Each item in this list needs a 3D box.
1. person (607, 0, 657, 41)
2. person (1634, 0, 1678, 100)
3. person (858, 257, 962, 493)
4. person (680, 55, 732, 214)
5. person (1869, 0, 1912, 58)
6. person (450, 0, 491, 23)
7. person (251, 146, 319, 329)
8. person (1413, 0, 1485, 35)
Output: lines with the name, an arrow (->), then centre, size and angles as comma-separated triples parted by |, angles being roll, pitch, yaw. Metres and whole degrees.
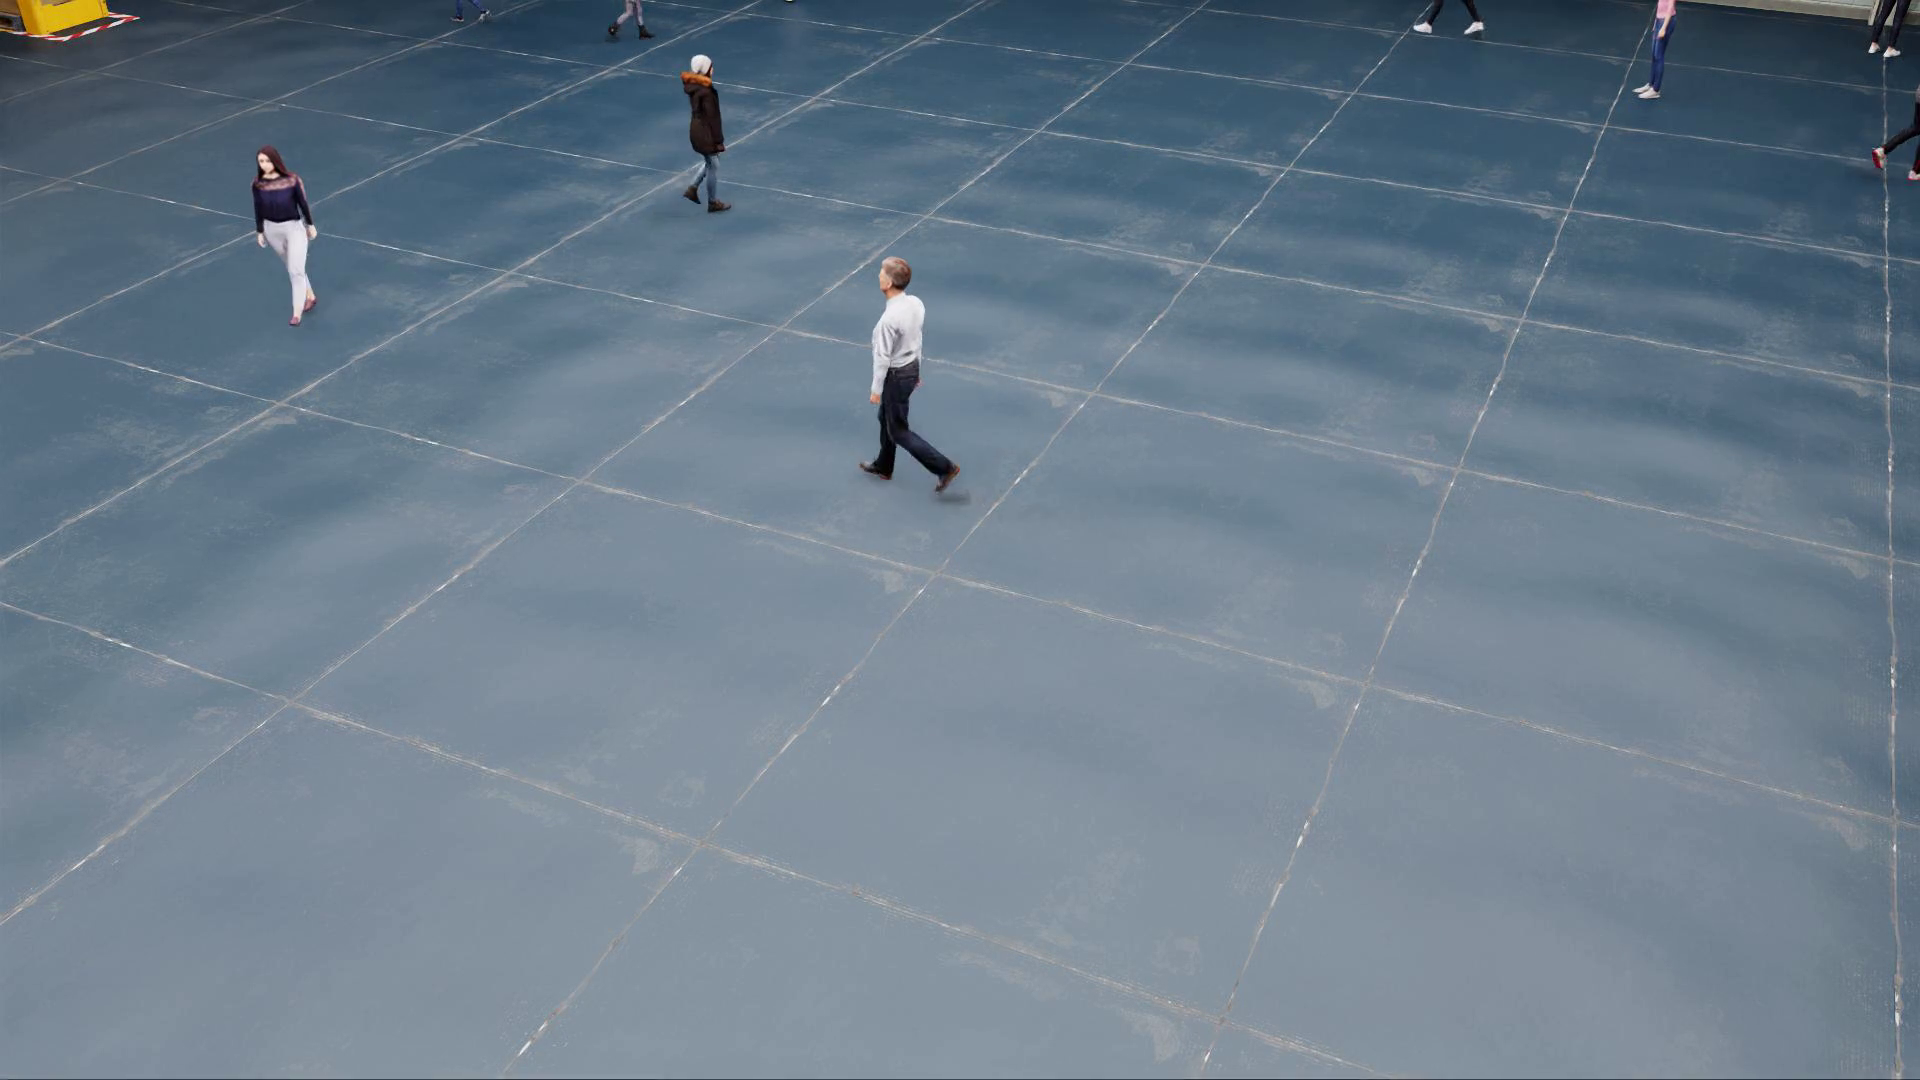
person -> -4.497, -7.351, 22.362 | 0.928, 1.259, 0.771 | -4, 32, -6
person -> 8.539, -6.257, 20.175 | 0.561, 1.742, 0.609 | 6, 33, 10
person -> -0.378, -1.149, 12.026 | 1.105, 1.798, 0.650 | 14, 35, 20
person -> -2.635, -4.091, 16.852 | 0.862, 1.625, 0.804 | -14, 35, -21
person -> 12.277, -7.202, 21.713 | 0.769, 1.701, 0.670 | -19, 37, -27
person -> -6.891, -7.789, 23.213 | 0.821, 1.093, 0.598 | 3, 32, 5
person -> -5.936, -2.713, 14.717 | 1.033, 1.572, 0.932 | 0, 32, 0
person -> 6.774, -7.625, 22.381 | 1.212, 1.702, 0.764 | 7, 33, 12
